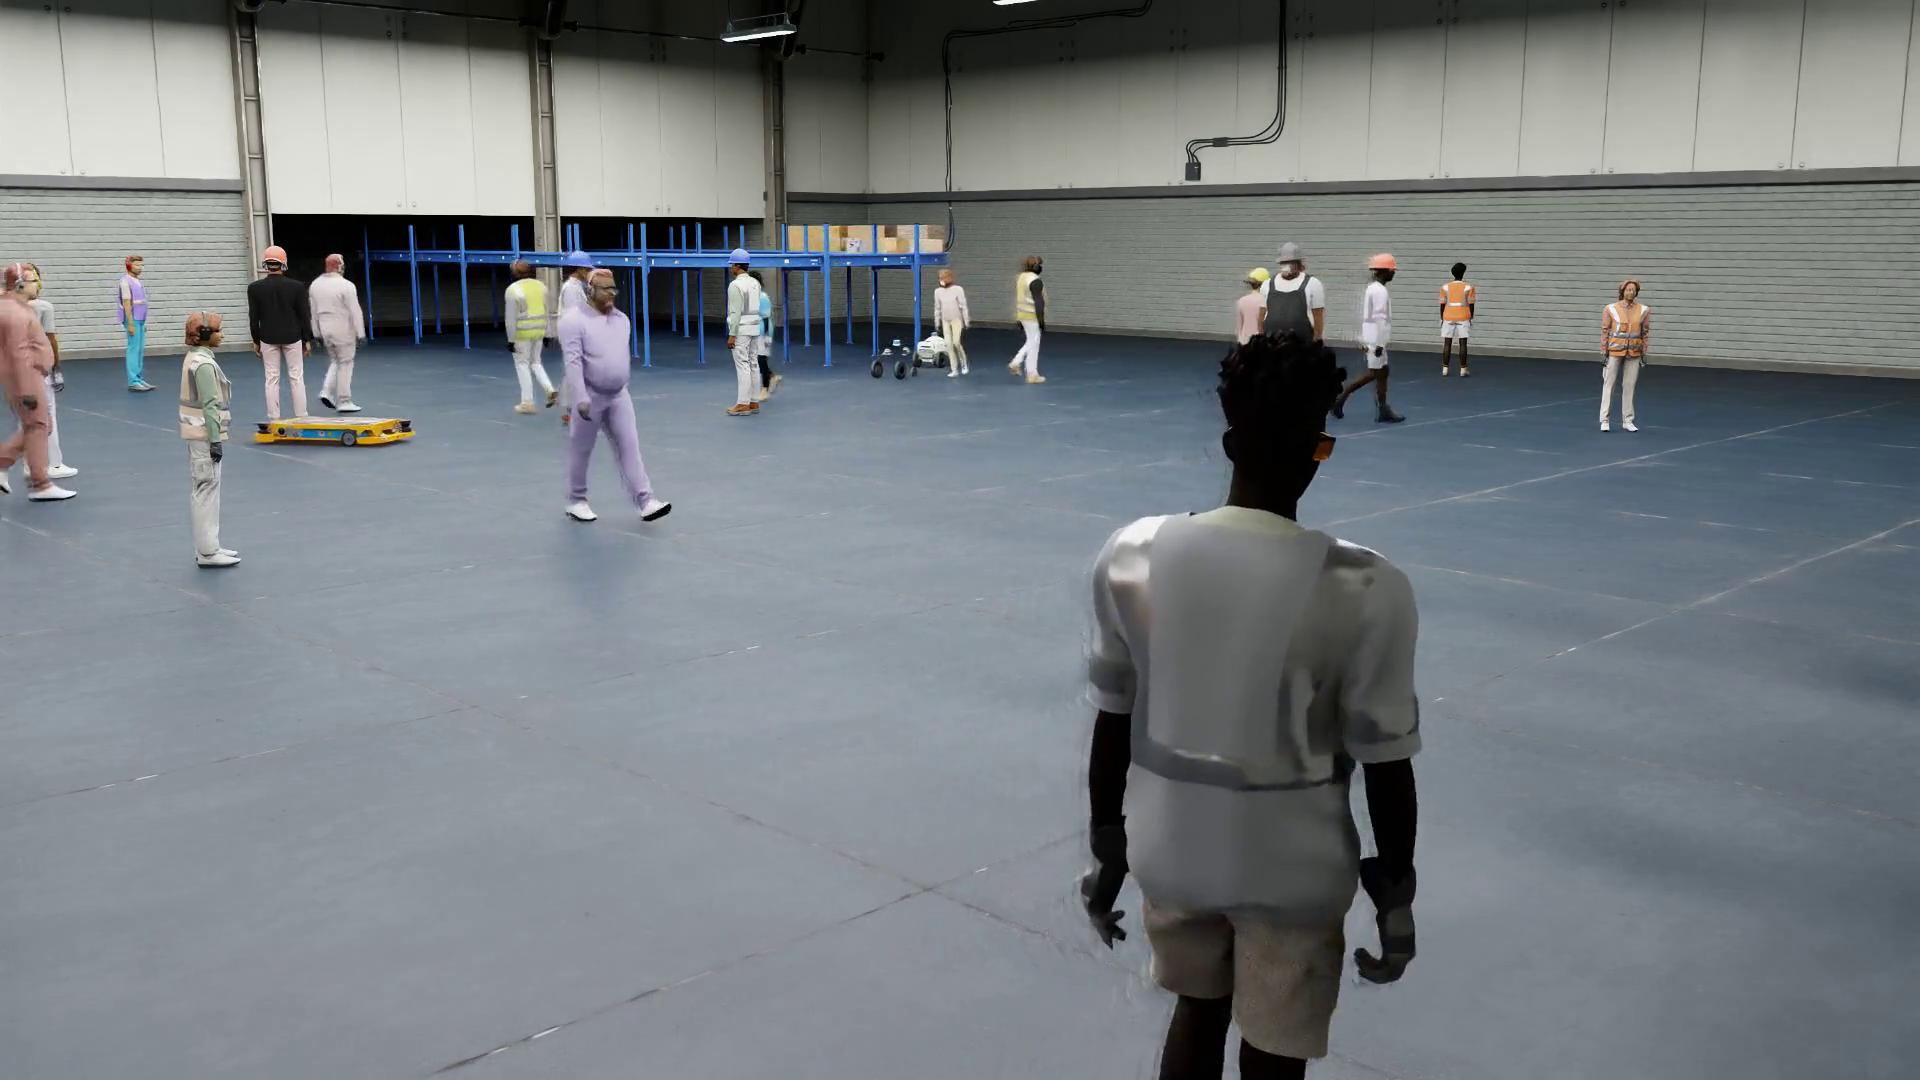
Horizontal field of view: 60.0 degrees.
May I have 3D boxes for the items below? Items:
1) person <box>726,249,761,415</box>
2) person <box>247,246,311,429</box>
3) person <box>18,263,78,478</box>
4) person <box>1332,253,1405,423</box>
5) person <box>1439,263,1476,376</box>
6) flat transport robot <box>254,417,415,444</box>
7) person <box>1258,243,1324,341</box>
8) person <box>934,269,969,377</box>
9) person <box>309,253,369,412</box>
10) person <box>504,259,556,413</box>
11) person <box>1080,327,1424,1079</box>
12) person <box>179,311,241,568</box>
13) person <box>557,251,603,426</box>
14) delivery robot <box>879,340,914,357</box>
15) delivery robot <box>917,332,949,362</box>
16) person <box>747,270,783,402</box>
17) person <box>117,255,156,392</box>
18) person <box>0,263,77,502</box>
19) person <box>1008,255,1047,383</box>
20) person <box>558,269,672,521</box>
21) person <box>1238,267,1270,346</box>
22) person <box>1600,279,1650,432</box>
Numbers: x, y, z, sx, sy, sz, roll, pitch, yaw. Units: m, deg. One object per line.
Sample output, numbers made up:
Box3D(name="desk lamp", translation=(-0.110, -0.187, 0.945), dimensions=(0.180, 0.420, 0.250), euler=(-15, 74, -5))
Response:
Box3D(name="person", translation=(-2.571, -2.467, 19.734), dimensions=(0.387, 1.948, 0.605), euler=(4, 11, 19))
Box3D(name="person", translation=(-7.301, -2.153, 17.894), dimensions=(0.612, 1.995, 0.376), euler=(-3, 11, -15))
Box3D(name="person", translation=(-8.104, -1.479, 14.557), dimensions=(0.512, 1.872, 0.330), euler=(1, 10, 5))
Box3D(name="person", translation=(4.640, -2.289, 18.864), dimensions=(0.812, 1.919, 0.556), euler=(1, 10, 7))
Box3D(name="person", translation=(7.492, -3.323, 25.081), dimensions=(0.530, 1.697, 0.321), euler=(5, 12, 25))
Box3D(name="flat transport robot", translation=(-6.455, -1.139, 17.184), dimensions=(1.431, 0.197, 0.652), euler=(2, 11, 9))
Box3D(name="person", translation=(3.492, -2.115, 17.676), dimensions=(0.722, 2.000, 0.536), euler=(5, 11, 24))
Box3D(name="person", translation=(-0.138, -3.247, 24.912), dimensions=(0.546, 1.611, 0.341), euler=(6, 12, 30))
Box3D(name="person", translation=(-7.429, -2.477, 19.940), dimensions=(0.653, 1.893, 0.430), euler=(5, 11, 25))
Box3D(name="person", translation=(-5.141, -2.421, 19.795), dimensions=(0.502, 1.827, 0.634), euler=(7, 12, 33))
Box3D(name="person", translation=(0.541, 0.583, 3.091), dimensions=(0.628, 1.945, 0.430), euler=(7, 12, 32))
Box3D(name="person", translation=(-4.836, -0.650, 10.696), dimensions=(0.318, 1.629, 0.508), euler=(-6, 12, -31))
Box3D(name="person", translation=(-4.200, -2.217, 18.456), dimensions=(0.589, 1.929, 0.631), euler=(-2, 11, -10))
Box3D(name="delivery robot", translation=(-0.955, -2.884, 24.961), dimensions=(0.335, 0.223, 0.698), euler=(6, 12, 30))
Box3D(name="delivery robot", translation=(-0.408, -3.124, 26.981), dimensions=(0.477, 0.478, 0.707), euler=(5, 11, 24))
Box3D(name="person", translation=(-2.516, -2.619, 21.298), dimensions=(0.465, 1.675, 0.598), euler=(-7, 13, -34))
Box3D(name="person", translation=(-11.269, -2.957, 22.694), dimensions=(0.381, 1.841, 0.566), euler=(-2, 11, -9))
Box3D(name="person", translation=(-7.452, -1.245, 13.210), dimensions=(0.543, 1.892, 0.668), euler=(-7, 12, -33))
Box3D(name="person", translation=(1.027, -3.192, 24.026), dimensions=(0.462, 1.832, 0.641), euler=(-3, 11, -17))
Box3D(name="person", translation=(-2.580, -1.036, 12.178), dimensions=(0.998, 1.858, 0.648), euler=(10, 14, 43))
Box3D(name="person", translation=(3.315, -2.184, 18.732), dimensions=(0.416, 1.754, 0.526), euler=(-9, 14, -40))
Box3D(name="person", translation=(7.178, -1.995, 17.996), dimensions=(0.514, 1.642, 0.308), euler=(0, 10, 2))
